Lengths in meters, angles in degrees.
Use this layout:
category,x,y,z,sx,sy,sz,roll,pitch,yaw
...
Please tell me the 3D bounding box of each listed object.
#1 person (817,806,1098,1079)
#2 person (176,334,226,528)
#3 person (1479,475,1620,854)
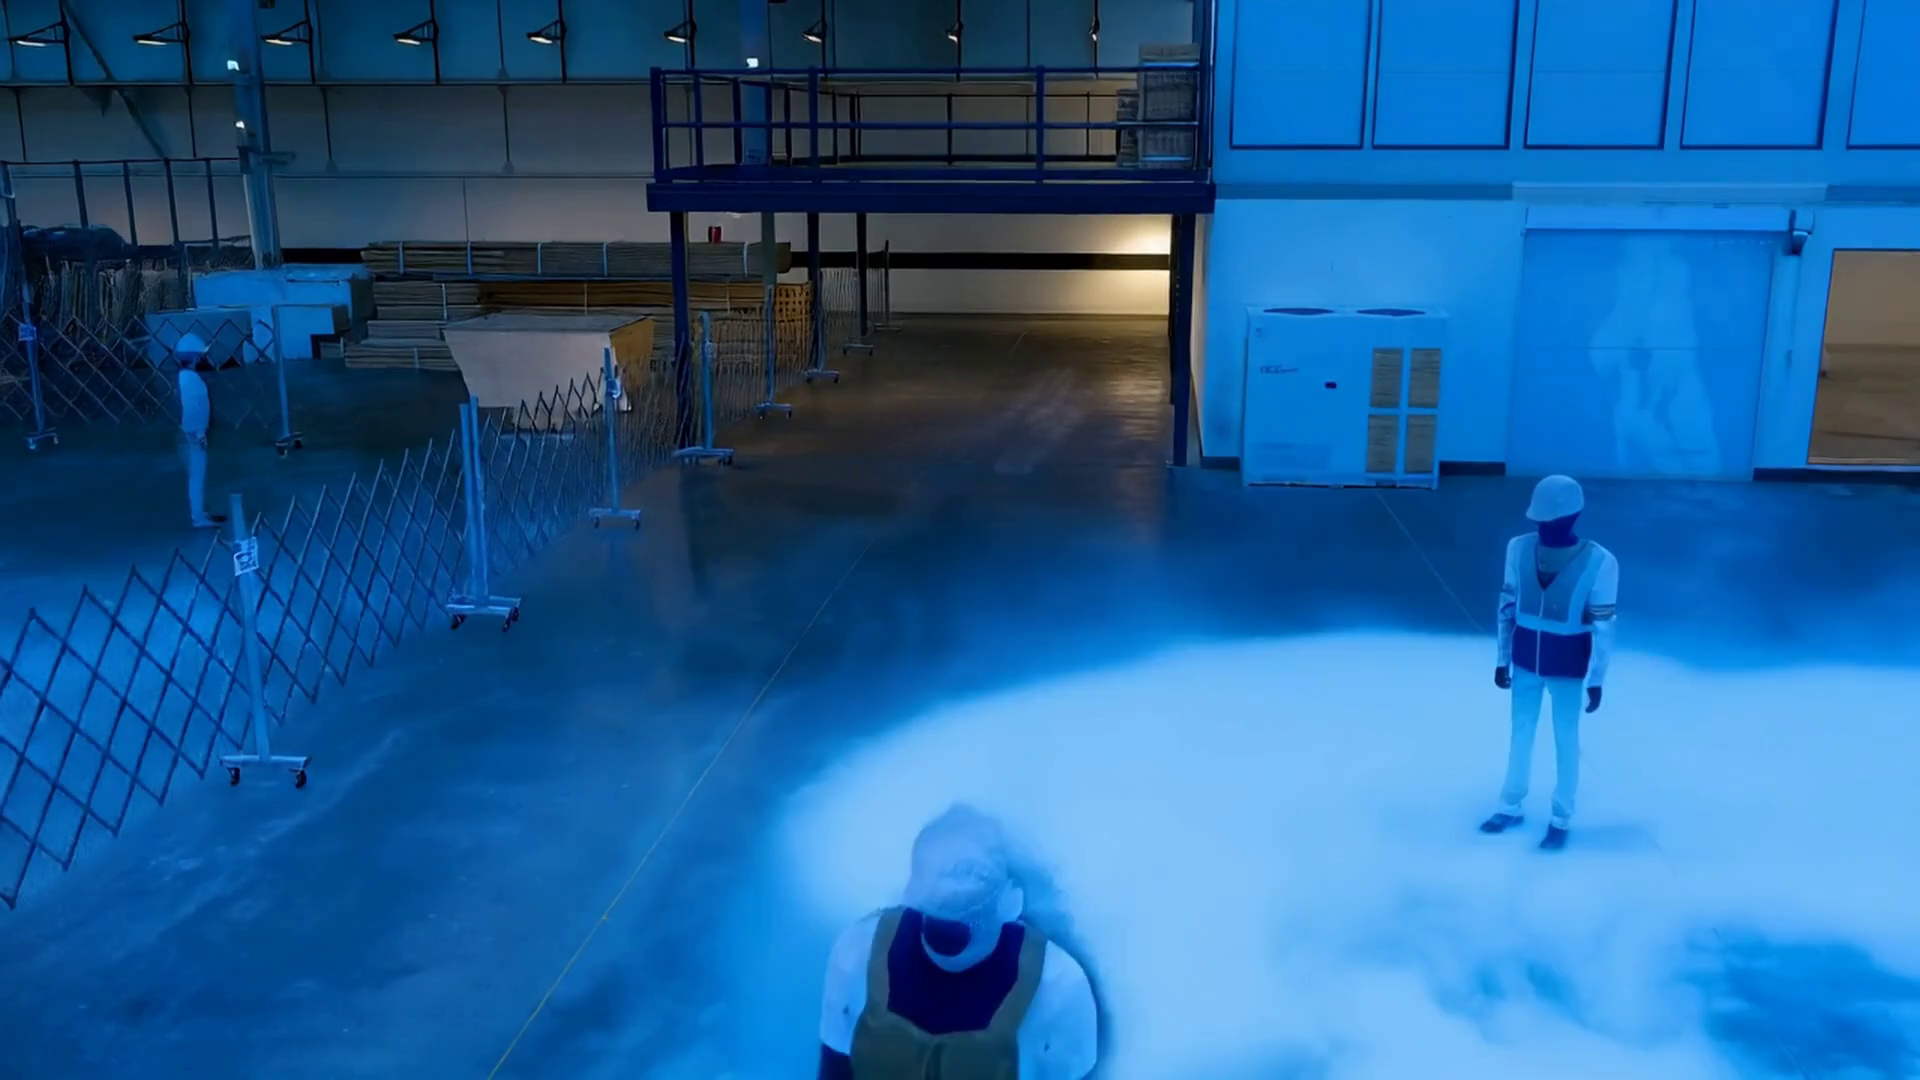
category,x,y,z,sx,sy,sz,roll,pitch,yaw
person,-0.012,1.545,4.224,0.682,2.000,1.020,5,15,19
person,-6.944,-1.001,15.201,0.324,1.767,0.533,-7,15,-26
person,2.938,0.613,8.290,0.392,1.918,0.589,-13,19,-43
